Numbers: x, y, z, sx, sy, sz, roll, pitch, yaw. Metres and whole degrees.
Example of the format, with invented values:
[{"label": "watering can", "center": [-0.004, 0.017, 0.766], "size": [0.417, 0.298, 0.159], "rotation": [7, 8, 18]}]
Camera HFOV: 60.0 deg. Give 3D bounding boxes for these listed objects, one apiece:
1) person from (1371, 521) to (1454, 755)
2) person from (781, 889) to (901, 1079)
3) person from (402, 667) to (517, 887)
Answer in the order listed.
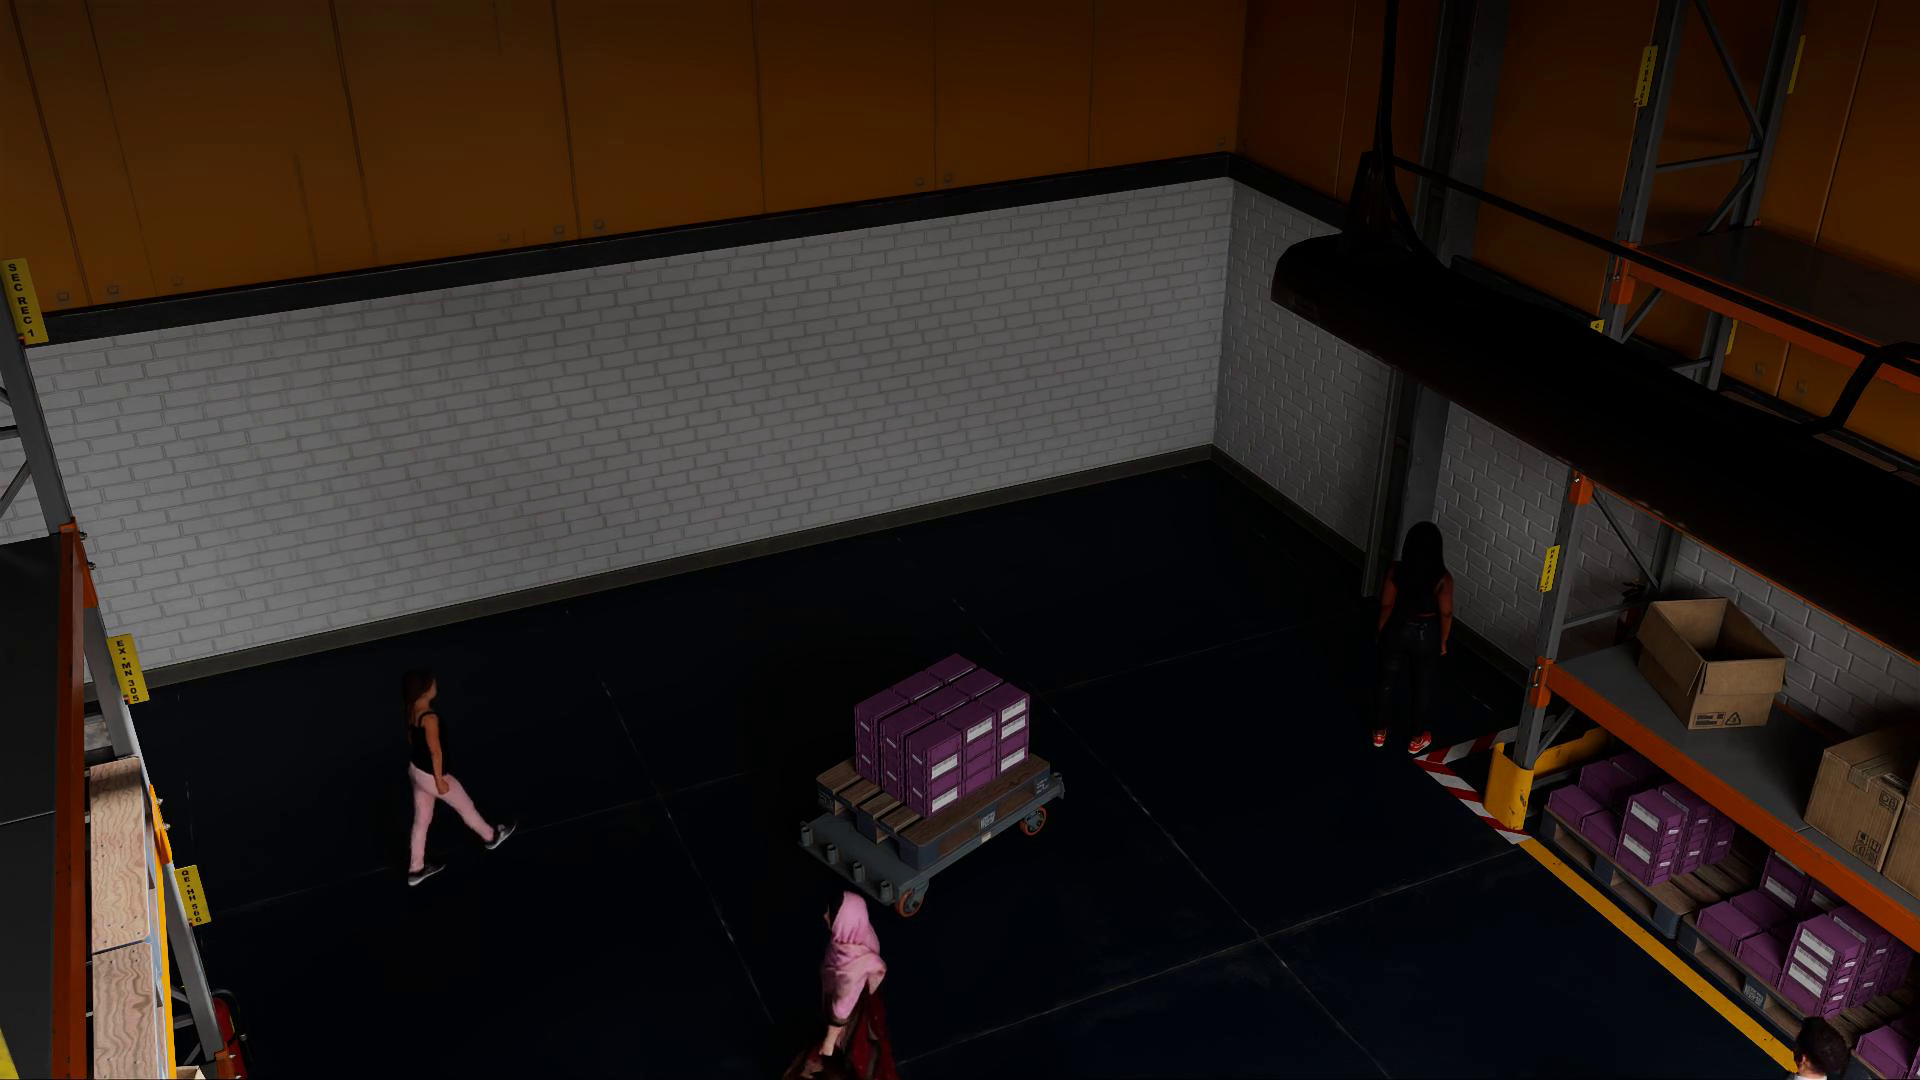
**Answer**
[{"label": "person", "center": [3.197, 0.686, 11.779], "size": [0.761, 1.816, 0.835], "rotation": [12, 31, 21]}, {"label": "person", "center": [-0.460, 2.478, 8.685], "size": [1.001, 1.634, 1.064], "rotation": [1, 29, 1]}, {"label": "person", "center": [-3.408, 1.526, 10.547], "size": [1.012, 1.522, 0.862], "rotation": [23, 36, 36]}]
